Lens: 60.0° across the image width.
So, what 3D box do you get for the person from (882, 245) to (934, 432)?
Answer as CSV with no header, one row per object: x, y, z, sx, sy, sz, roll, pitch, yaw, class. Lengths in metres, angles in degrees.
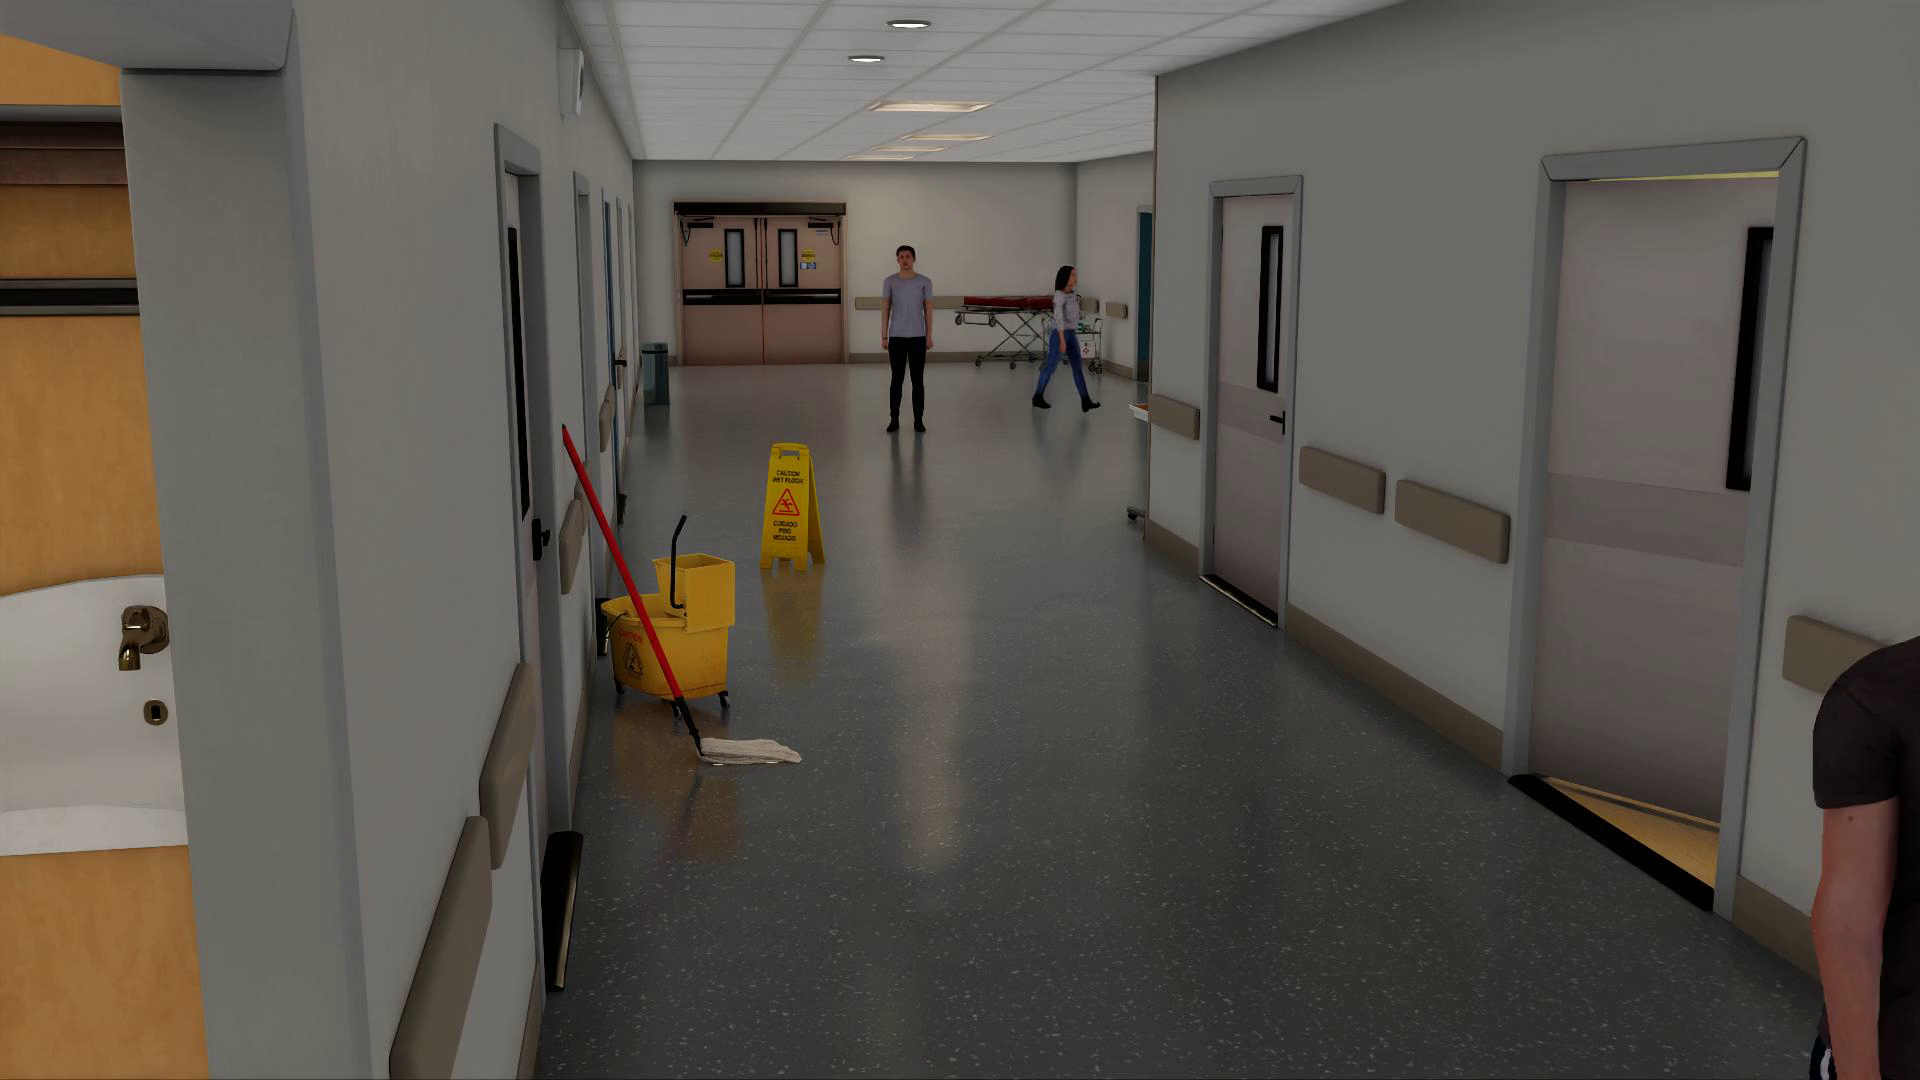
-0.529,-2.043,16.844,0.709,1.863,0.597,0,11,0,person

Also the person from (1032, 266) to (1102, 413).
1.066,-2.185,18.331,1.122,1.587,1.073,7,13,33,person
